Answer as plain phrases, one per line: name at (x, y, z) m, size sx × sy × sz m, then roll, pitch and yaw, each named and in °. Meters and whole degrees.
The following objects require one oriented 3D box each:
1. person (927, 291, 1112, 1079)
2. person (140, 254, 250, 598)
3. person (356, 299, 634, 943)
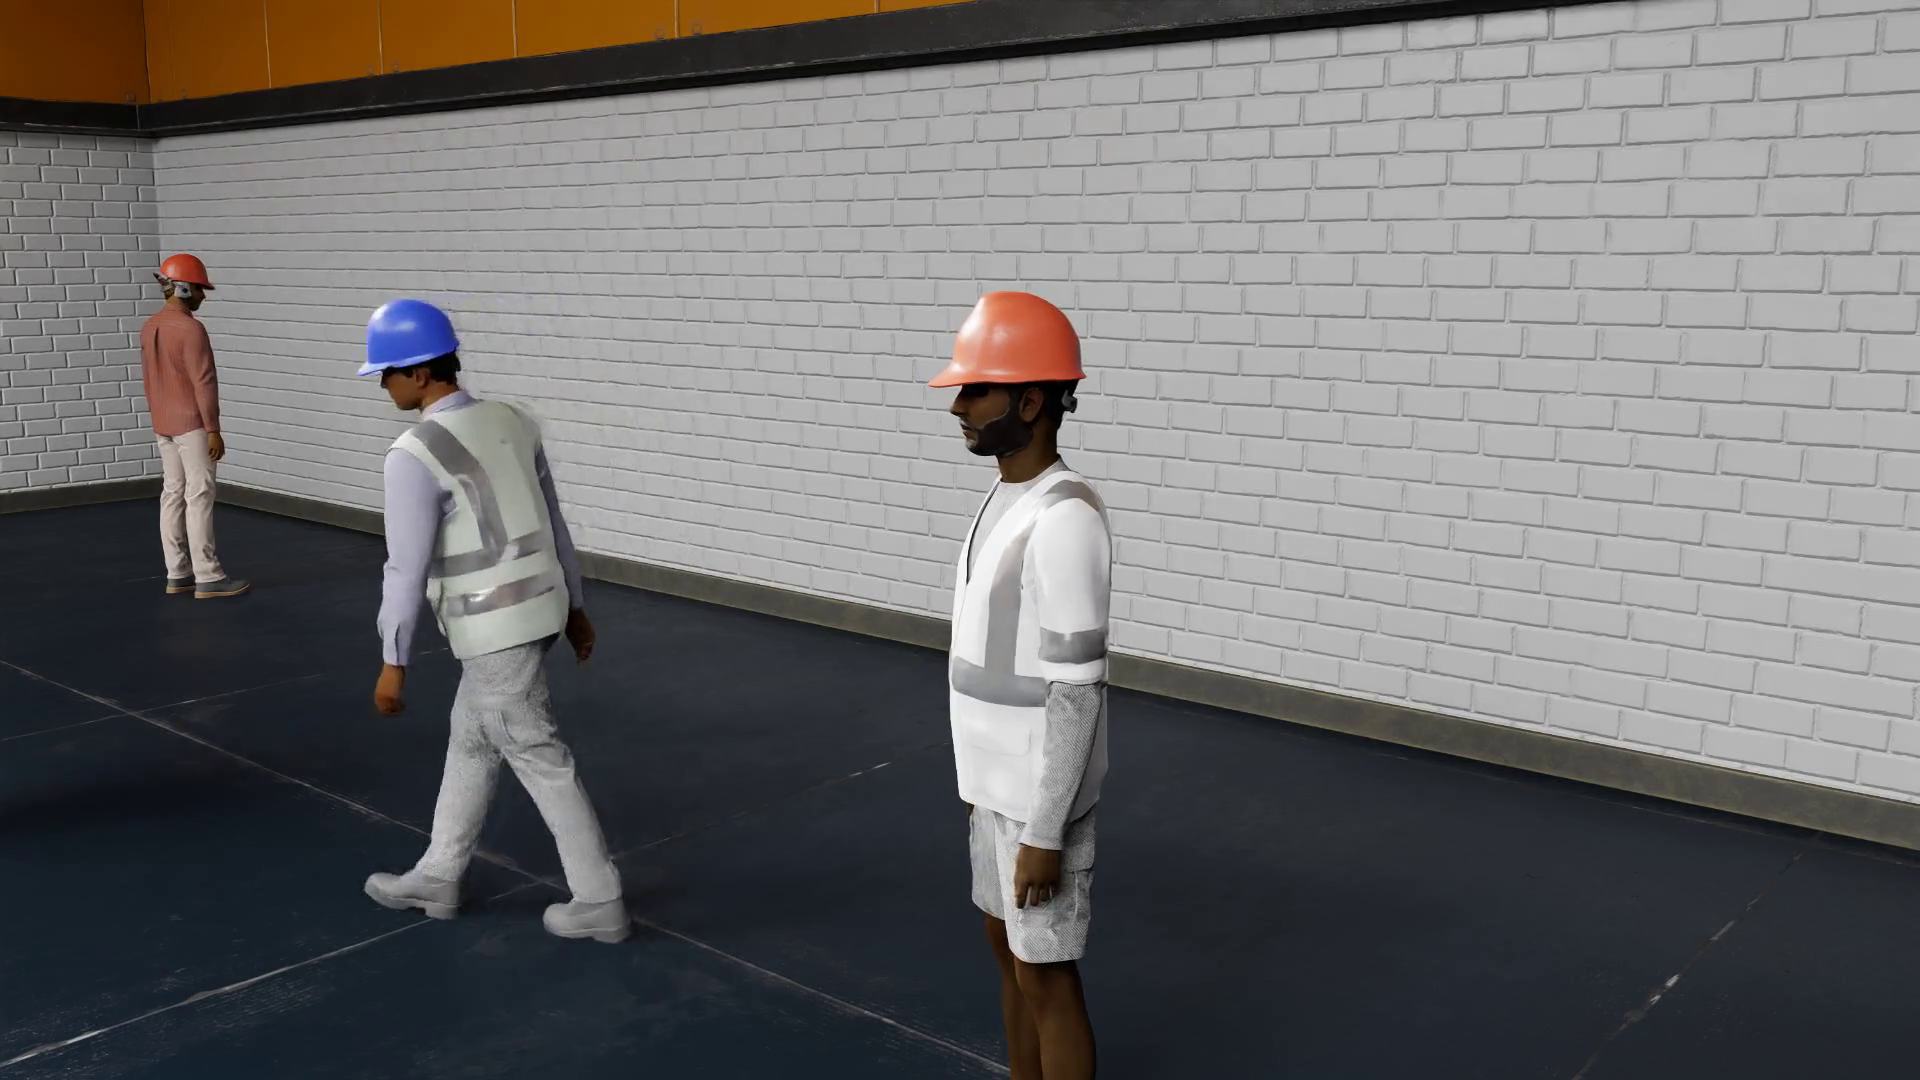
person at (0.113, 0.478, 3.353) m, size 0.355 × 1.938 × 0.545 m, roll -2°, pitch 10°, yaw -14°
person at (-4.475, -0.656, 9.673) m, size 0.609 × 1.985 × 0.392 m, roll 7°, pitch 12°, yaw 35°
person at (-1.402, 0.255, 4.804) m, size 0.970 × 1.870 × 0.621 m, roll 2°, pitch 10°, yaw 11°
